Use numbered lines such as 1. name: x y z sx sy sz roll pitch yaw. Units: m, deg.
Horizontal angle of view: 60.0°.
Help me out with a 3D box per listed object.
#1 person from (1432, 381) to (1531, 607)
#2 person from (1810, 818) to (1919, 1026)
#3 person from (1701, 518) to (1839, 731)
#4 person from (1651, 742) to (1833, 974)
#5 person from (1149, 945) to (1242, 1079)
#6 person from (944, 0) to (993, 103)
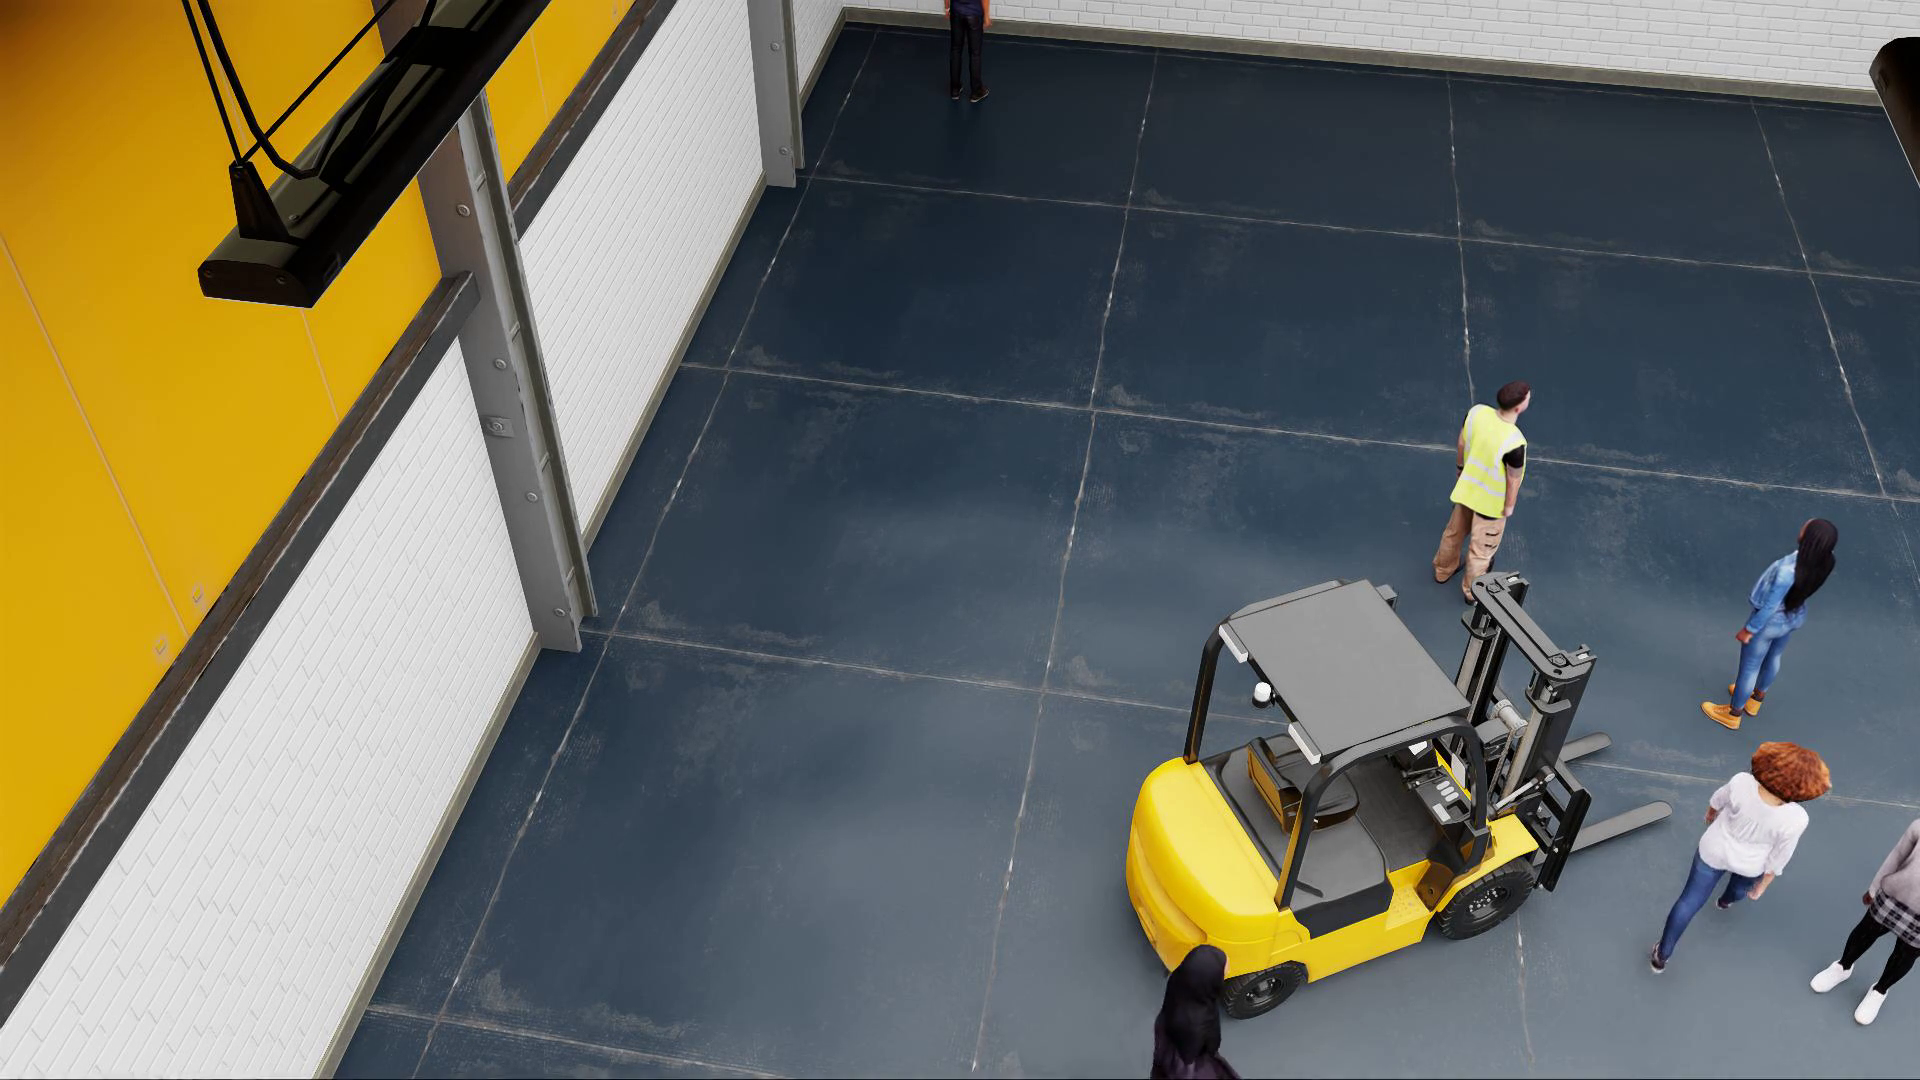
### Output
1. person: 3.530 -0.334 11.141 0.914 1.847 0.849 -22 48 -21
2. person: 5.067 1.936 8.812 0.731 1.772 0.687 -30 51 -28
3. person: 5.077 0.514 10.347 0.674 1.712 0.716 -22 48 -21
4. person: 4.177 1.772 9.064 1.057 1.661 1.255 32 52 29
5. person: 1.060 2.515 8.323 0.708 1.608 0.724 2 44 3
6. person: 0.057 -5.151 16.235 0.678 1.793 0.587 14 45 14
